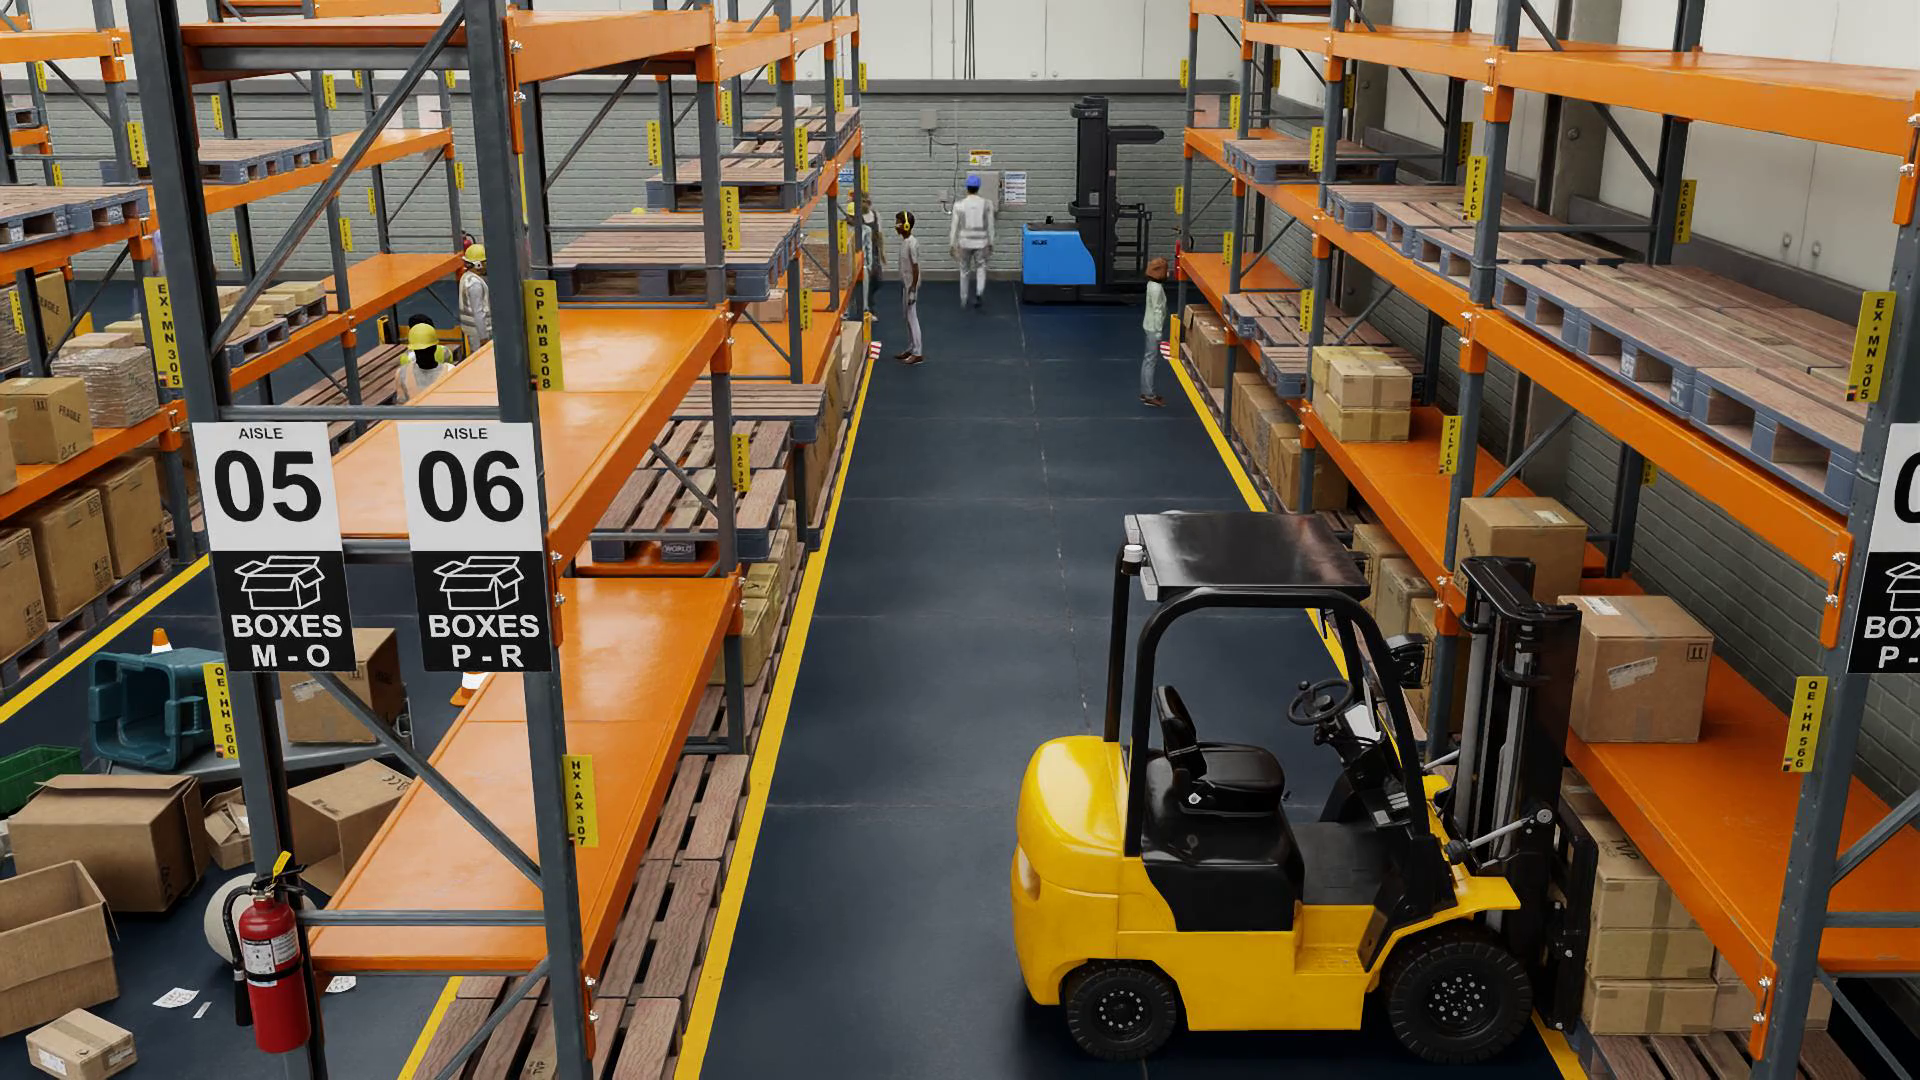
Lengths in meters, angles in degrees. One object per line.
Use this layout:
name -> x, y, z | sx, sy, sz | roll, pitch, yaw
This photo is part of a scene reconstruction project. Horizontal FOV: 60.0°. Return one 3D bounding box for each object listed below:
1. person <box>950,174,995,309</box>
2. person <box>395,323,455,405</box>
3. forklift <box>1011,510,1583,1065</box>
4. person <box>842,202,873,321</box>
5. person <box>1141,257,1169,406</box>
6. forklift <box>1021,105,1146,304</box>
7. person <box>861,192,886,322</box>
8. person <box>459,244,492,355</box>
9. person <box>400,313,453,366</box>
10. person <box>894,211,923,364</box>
person -> 0.180, -4.265, 23.873 | 0.647, 1.929, 0.530 | -2, 18, -6
person -> -4.228, -0.792, 13.379 | 0.586, 1.928, 0.364 | 0, 18, 1
forklift -> 1.387, 1.055, 7.378 | 2.313, 2.155, 1.214 | 0, 18, 0
person -> -1.410, -3.674, 22.402 | 0.488, 1.736, 0.321 | -4, 19, -12
person -> 2.169, -2.317, 18.451 | 0.279, 1.634, 0.499 | 0, 18, -1
forklift -> 1.857, -4.944, 24.441 | 1.873, 2.768, 1.129 | 0, 18, 0
person -> -1.318, -3.947, 23.100 | 0.564, 1.823, 0.518 | -12, 22, -31
person -> -5.214, -2.292, 18.082 | 0.404, 1.826, 0.593 | -7, 20, -21
person -> -4.761, -1.190, 14.952 | 0.320, 1.693, 0.534 | 14, 23, 36
person -> -0.636, -3.095, 20.435 | 0.309, 1.868, 0.535 | -4, 19, -12
